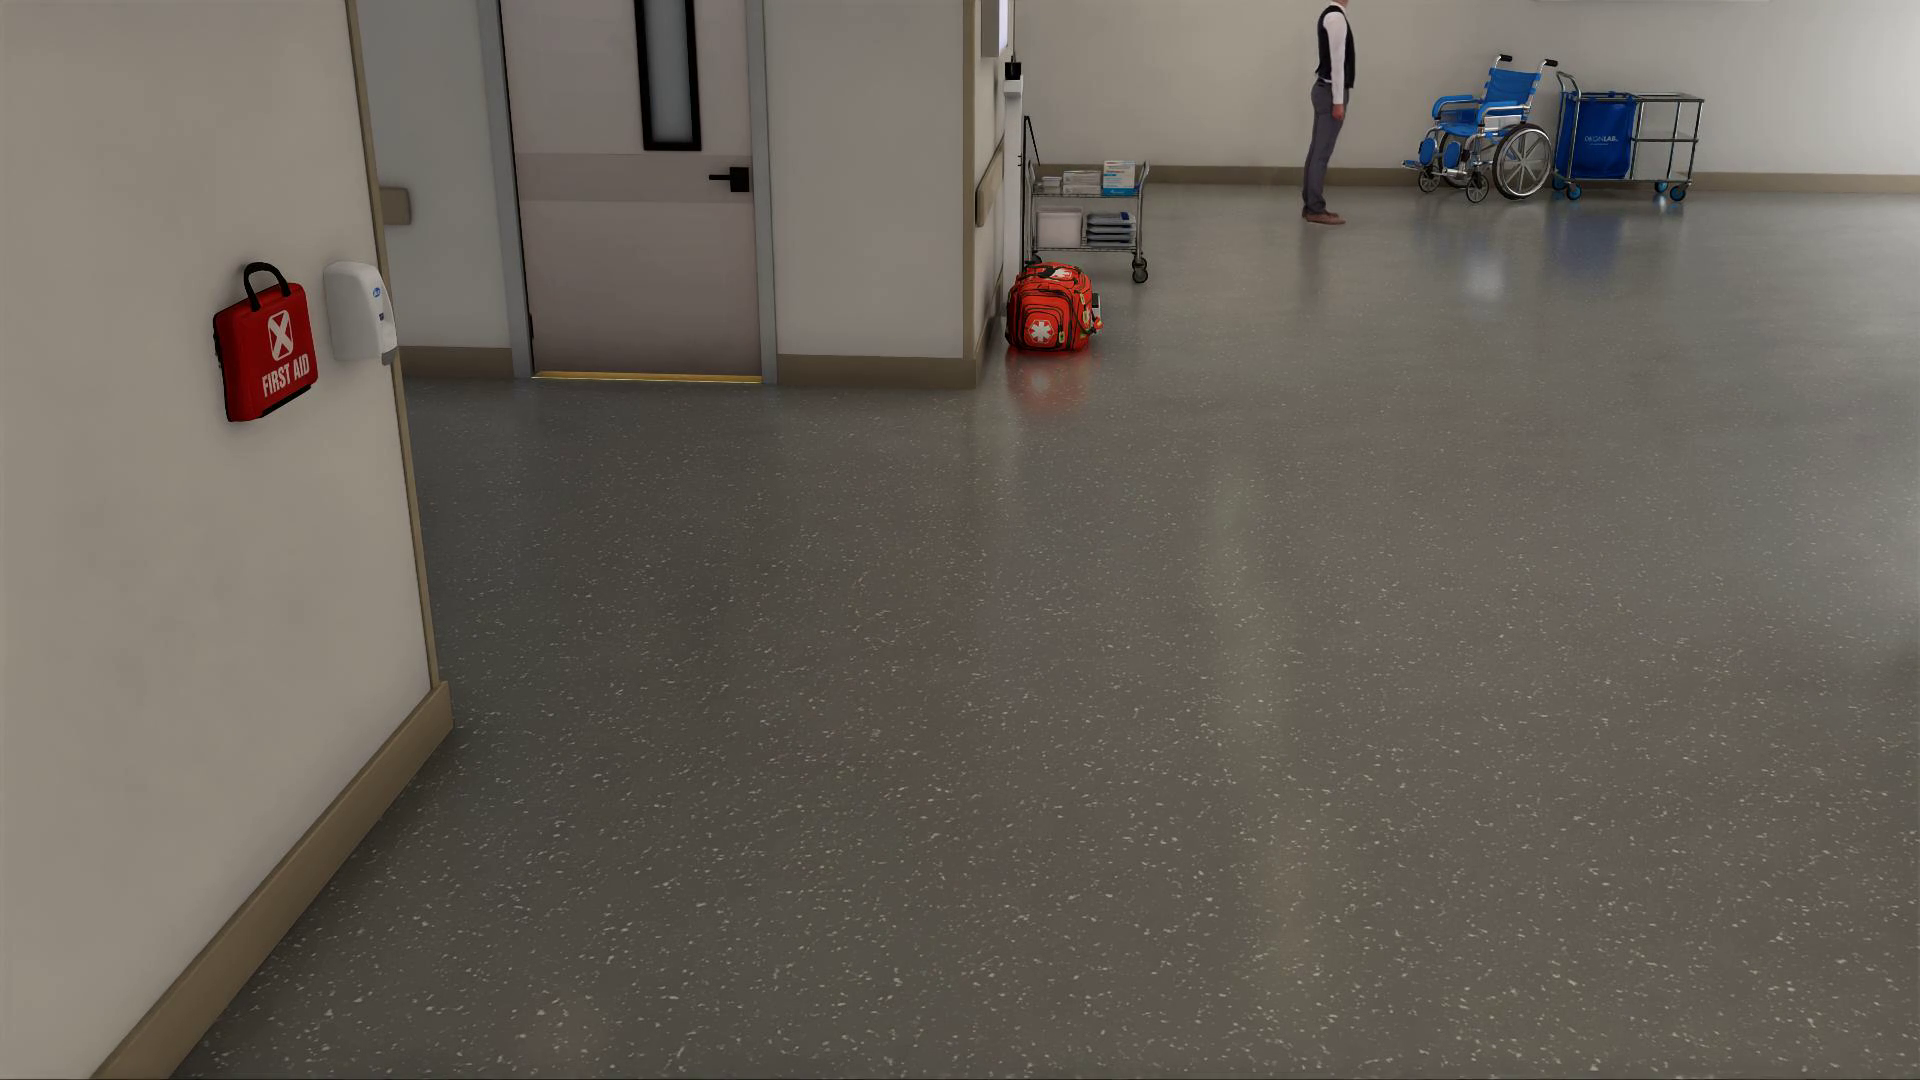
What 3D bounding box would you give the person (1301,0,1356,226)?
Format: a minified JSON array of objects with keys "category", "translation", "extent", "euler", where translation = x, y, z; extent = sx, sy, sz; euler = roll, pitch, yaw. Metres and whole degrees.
[{"category":"person","translation":[2.892,-3.479,13.017],"extent":[0.711,1.939,0.468],"euler":[2,21,5]}]
